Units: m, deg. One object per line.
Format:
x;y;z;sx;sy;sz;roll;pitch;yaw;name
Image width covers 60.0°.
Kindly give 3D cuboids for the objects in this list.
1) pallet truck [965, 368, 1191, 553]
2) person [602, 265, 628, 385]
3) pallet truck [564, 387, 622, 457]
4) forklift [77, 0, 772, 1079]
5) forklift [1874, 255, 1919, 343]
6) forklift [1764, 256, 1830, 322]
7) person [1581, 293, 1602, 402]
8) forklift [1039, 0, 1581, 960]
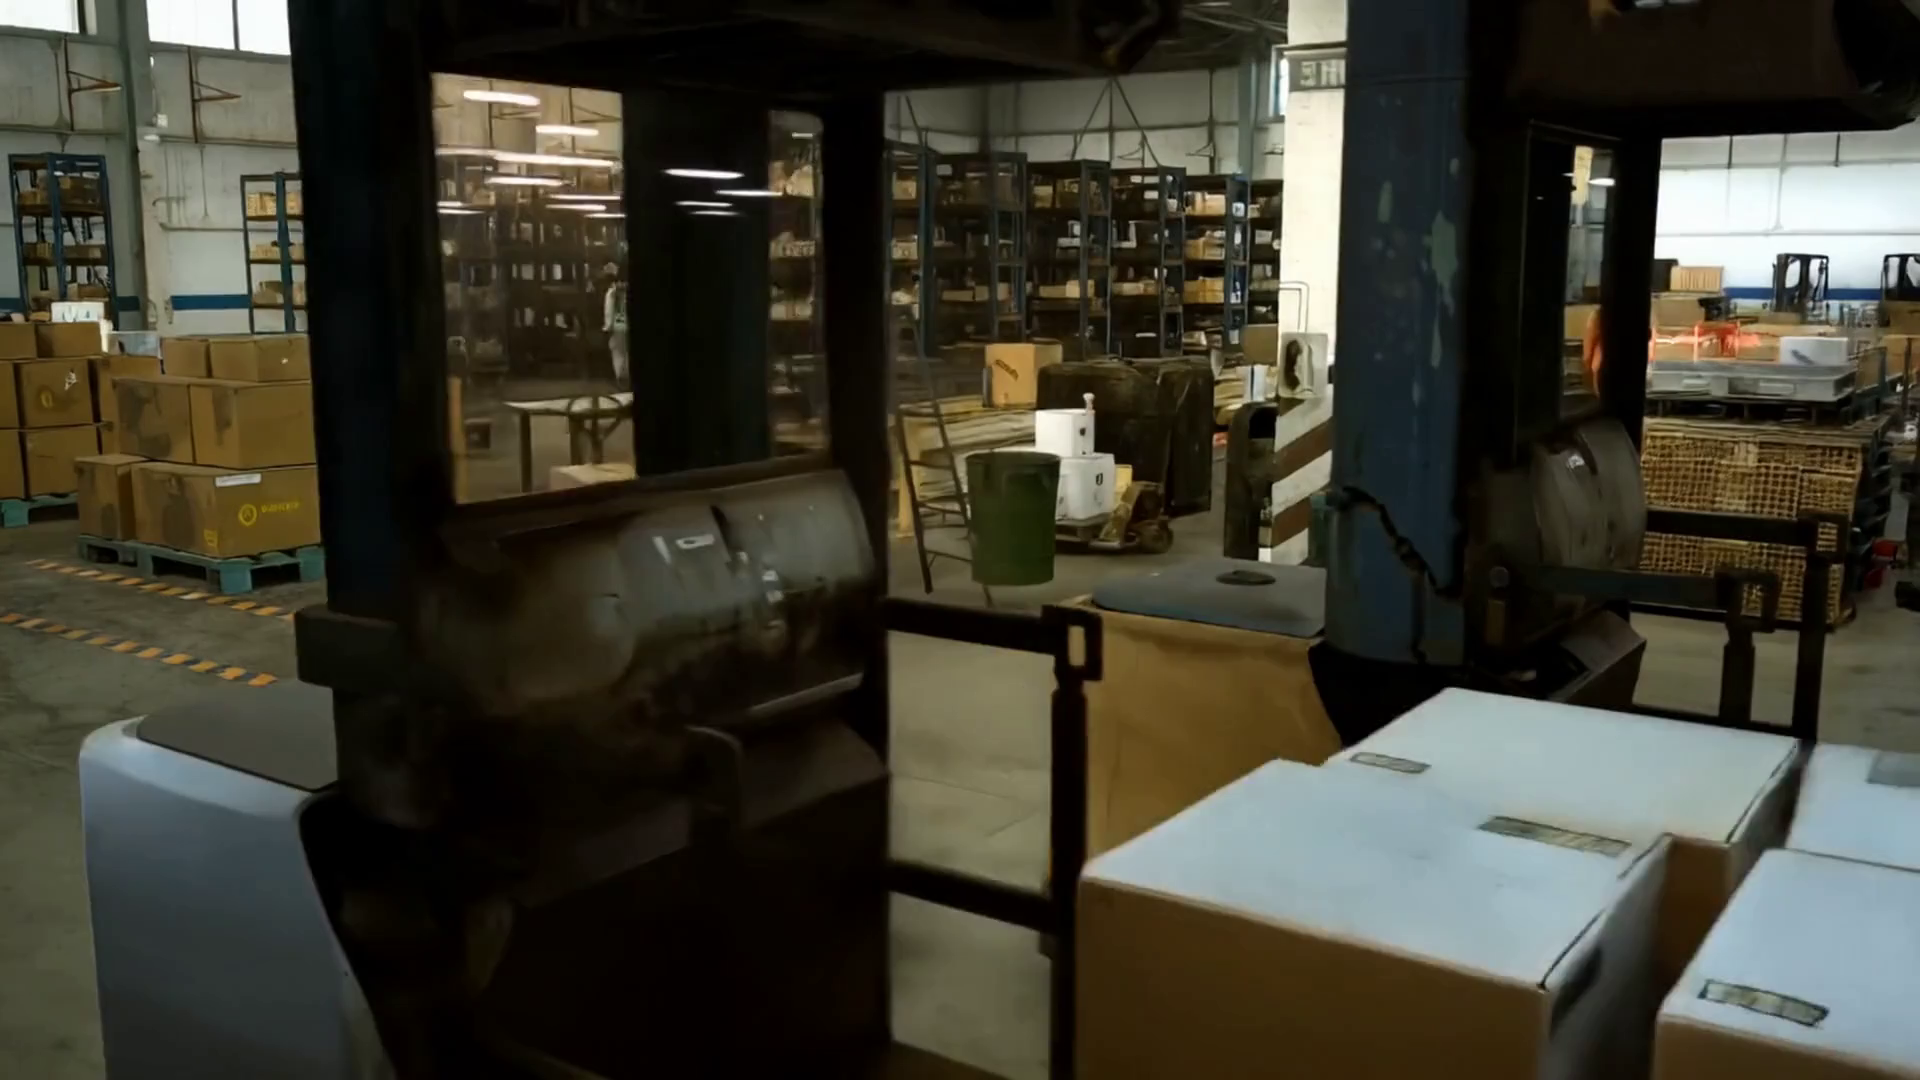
0.845;-0.609;11.869;1.630;1.274;0.653;7;12;35;pallet truck
-5.640;-3.511;27.217;0.381;1.950;0.605;2;10;11;person
-1.981;-0.274;10.088;0.680;1.201;1.601;-5;11;-28;pallet truck
-0.767;0.064;3.164;1.873;2.768;1.129;7;12;35;forklift
22.089;-5.634;38.796;1.157;1.987;2.680;6;11;33;forklift
20.253;-5.854;40.139;1.157;1.987;2.680;7;12;35;forklift
7.690;-2.154;19.844;0.529;1.718;0.925;3;10;19;person
1.249;-0.137;4.360;1.873;2.768;1.129;7;12;35;forklift
